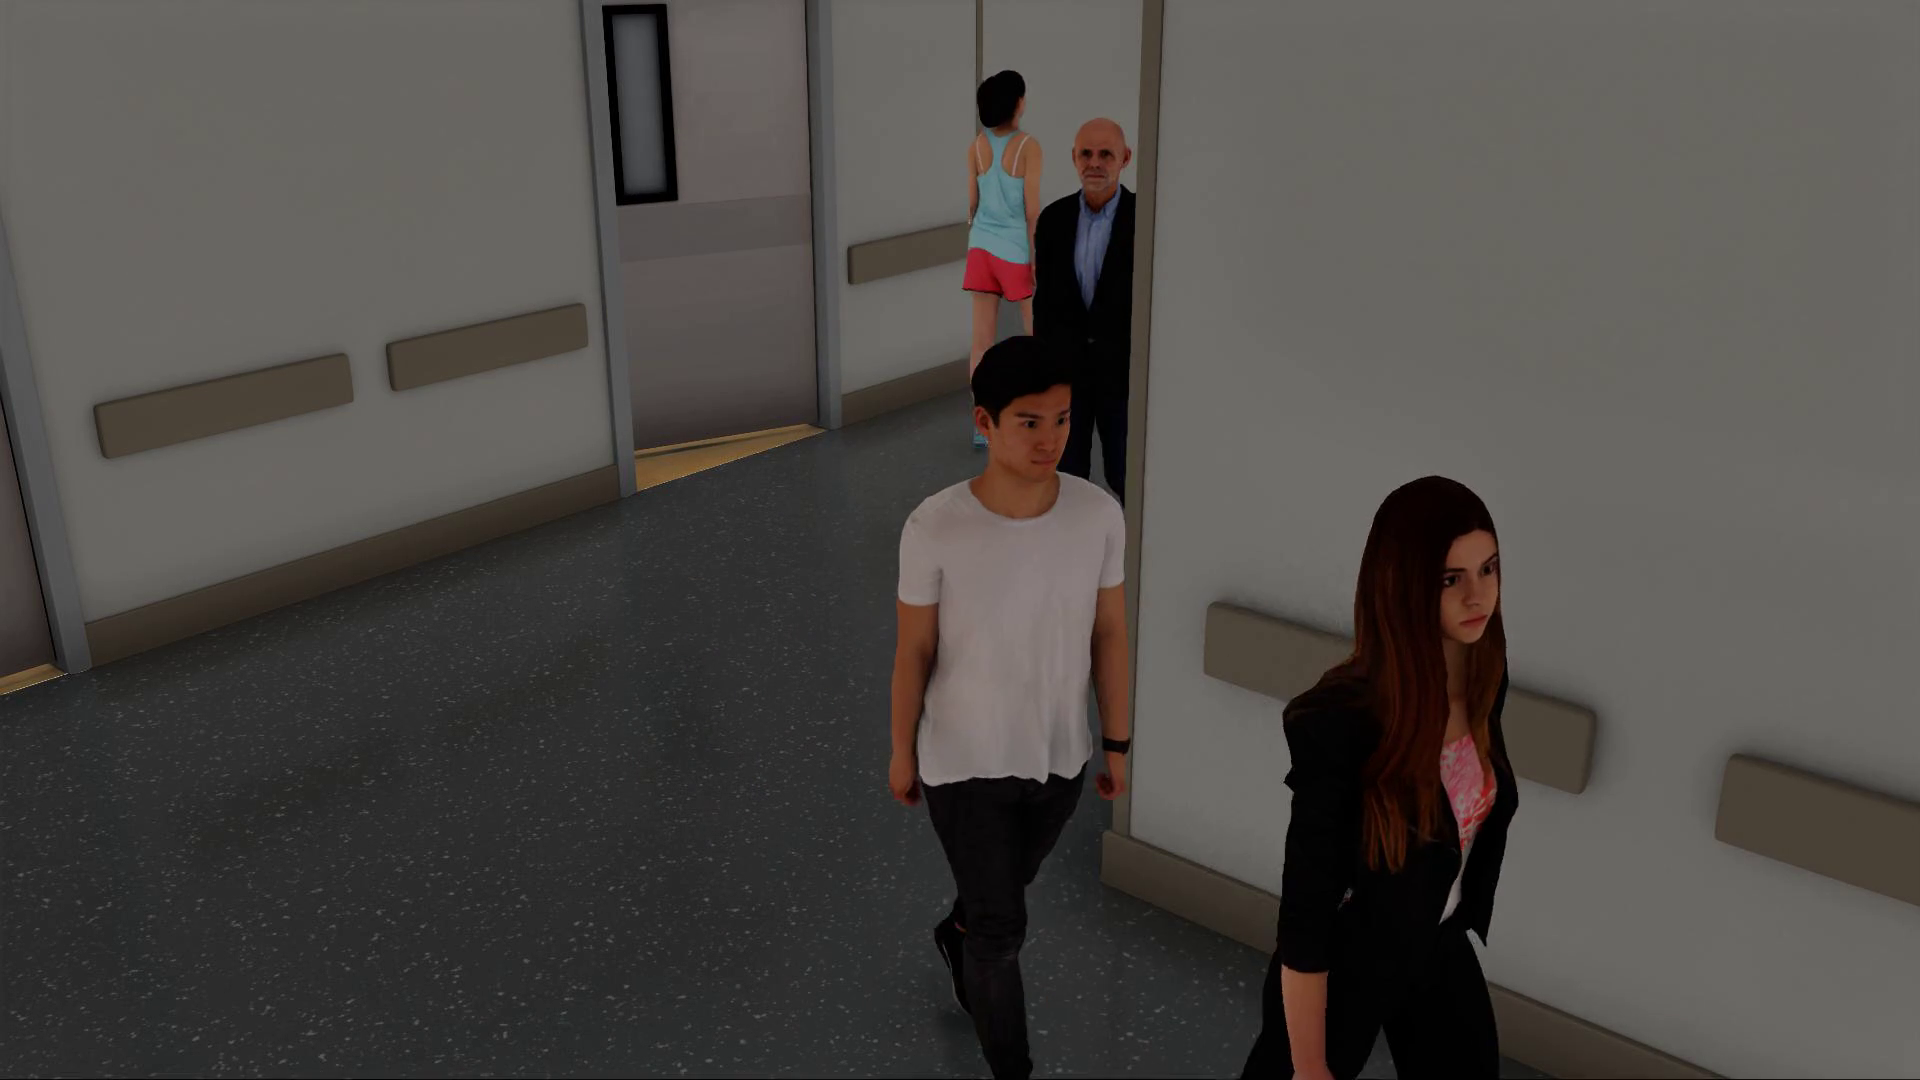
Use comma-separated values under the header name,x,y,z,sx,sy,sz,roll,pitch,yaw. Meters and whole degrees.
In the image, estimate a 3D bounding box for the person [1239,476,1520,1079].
name,x,y,z,sx,sy,sz,roll,pitch,yaw
person,0.593,0.695,2.727,1.179,1.661,0.910,-13,24,-30

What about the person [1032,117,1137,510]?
name,x,y,z,sx,sy,sz,roll,pitch,yaw
person,0.523,-0.616,6.015,0.894,1.785,1.091,8,22,20

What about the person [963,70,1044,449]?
name,x,y,z,sx,sy,sz,roll,pitch,yaw
person,0.168,-1.287,7.858,0.732,1.735,1.116,12,24,28

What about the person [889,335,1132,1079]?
name,x,y,z,sx,sy,sz,roll,pitch,yaw
person,0.081,0.394,3.499,1.129,1.678,1.036,-7,22,-19
